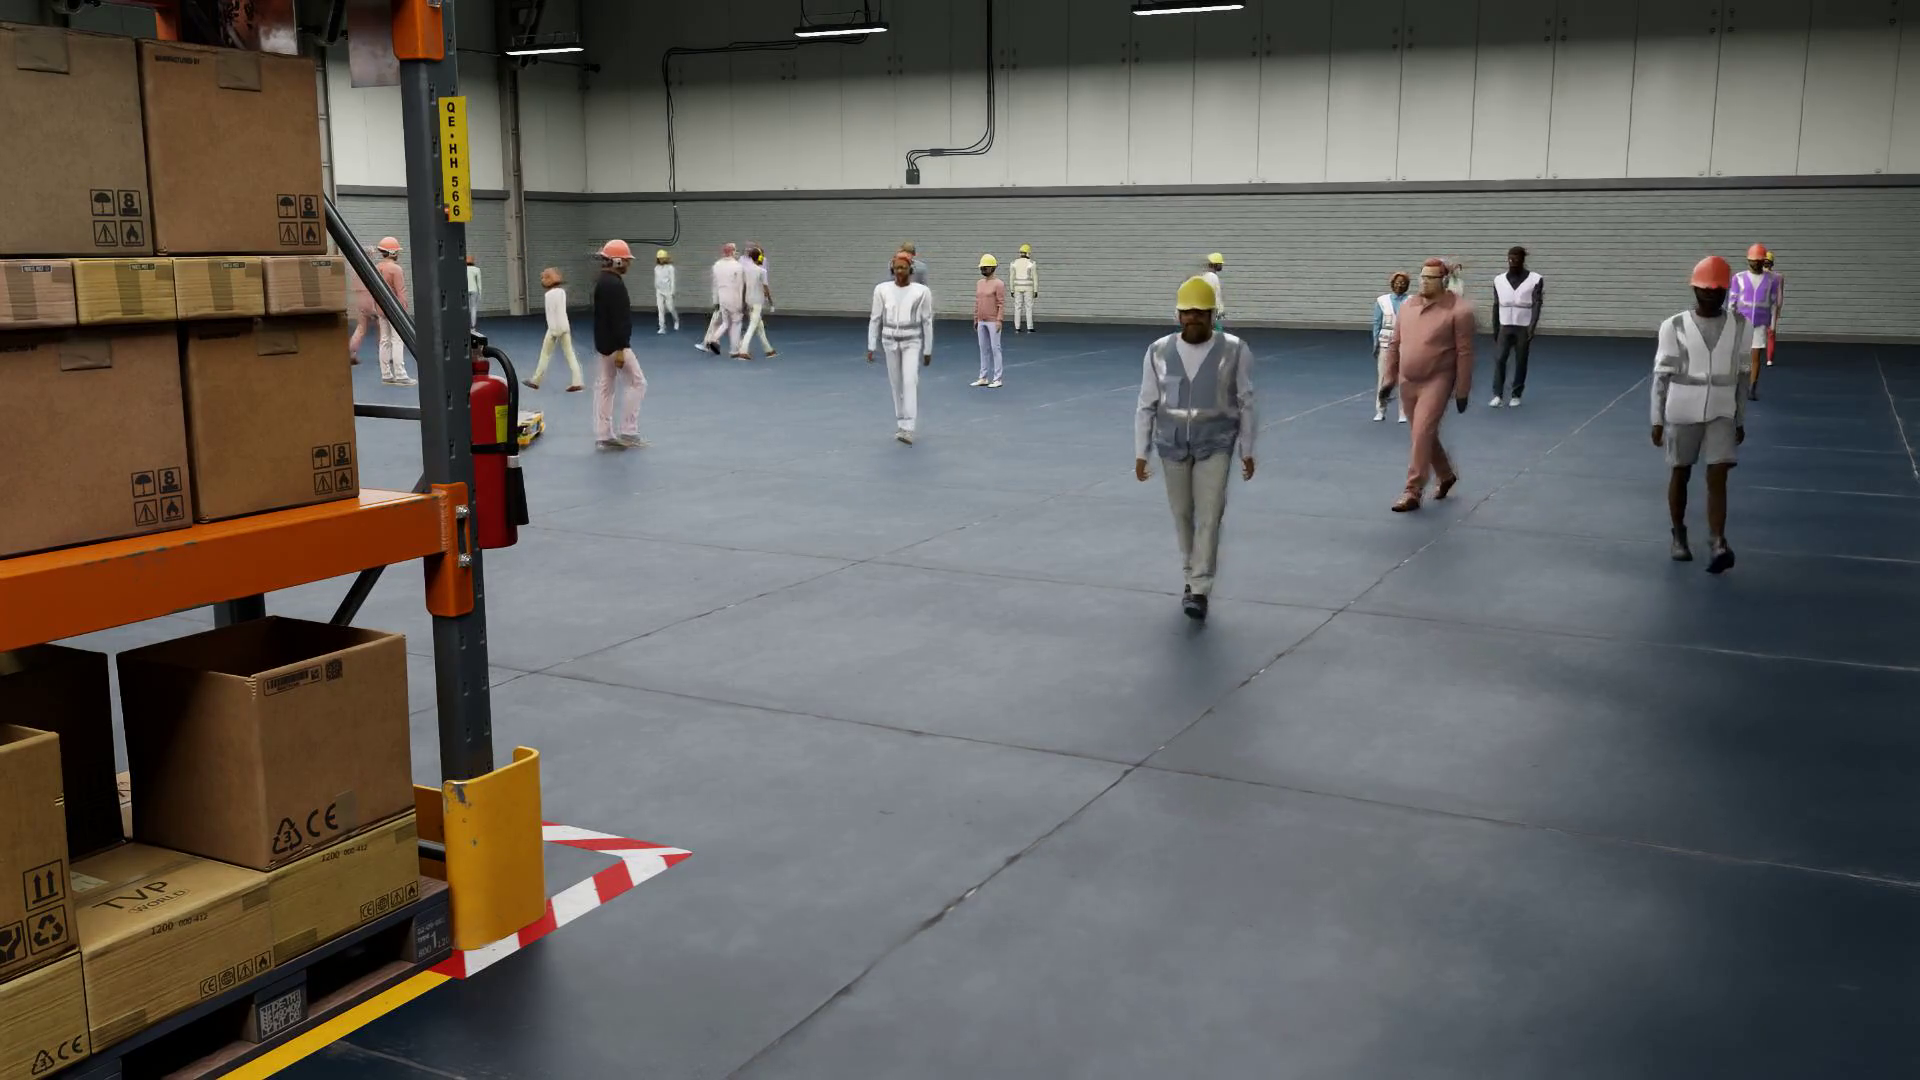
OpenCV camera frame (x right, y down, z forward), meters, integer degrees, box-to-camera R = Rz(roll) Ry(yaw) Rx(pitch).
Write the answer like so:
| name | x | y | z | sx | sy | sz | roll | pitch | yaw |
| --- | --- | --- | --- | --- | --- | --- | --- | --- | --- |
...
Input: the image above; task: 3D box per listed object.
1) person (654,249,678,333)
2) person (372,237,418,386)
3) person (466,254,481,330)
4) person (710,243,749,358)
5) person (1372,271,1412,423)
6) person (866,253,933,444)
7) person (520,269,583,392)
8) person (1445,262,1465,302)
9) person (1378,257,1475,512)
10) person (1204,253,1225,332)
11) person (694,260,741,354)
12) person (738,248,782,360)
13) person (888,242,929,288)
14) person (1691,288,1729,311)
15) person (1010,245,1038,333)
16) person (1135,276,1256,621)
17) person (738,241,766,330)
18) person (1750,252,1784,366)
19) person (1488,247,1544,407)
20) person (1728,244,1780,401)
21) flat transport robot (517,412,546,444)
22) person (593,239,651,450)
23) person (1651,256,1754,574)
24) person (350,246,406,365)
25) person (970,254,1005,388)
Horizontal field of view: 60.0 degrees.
| name | x | y | z | sx | sy | sz | roll | pitch | yaw |
| --- | --- | --- | --- | --- | --- | --- | --- | --- | --- |
| person | -6.113 | -5.166 | 34.552 | 0.499 | 1.727 | 0.574 | 4 | 11 | 20 |
| person | -7.654 | -3.075 | 22.432 | 0.608 | 1.996 | 0.379 | 7 | 13 | 34 |
| person | -10.589 | -5.347 | 35.862 | 0.514 | 1.619 | 0.546 | -4 | 11 | -23 |
| person | -3.800 | -3.940 | 27.441 | 0.661 | 1.895 | 0.504 | 8 | 13 | 36 |
| person | 4.744 | -2.091 | 18.043 | 0.530 | 1.632 | 0.314 | 5 | 12 | 26 |
| person | -0.603 | -1.855 | 16.204 | 0.599 | 1.844 | 0.926 | 3 | 11 | 14 |
| person | -5.280 | -2.698 | 21.498 | 0.864 | 1.584 | 0.497 | 3 | 11 | 18 |
| person | 7.476 | -3.443 | 25.473 | 0.523 | 1.627 | 0.550 | -6 | 12 | -29 |
| person | 3.524 | -1.179 | 12.455 | 0.952 | 1.867 | 0.640 | -8 | 13 | -36 |
| person | 3.985 | -3.581 | 25.903 | 0.702 | 1.743 | 0.546 | 0 | 10 | 0 |
| person | -4.116 | -3.977 | 28.411 | 0.862 | 1.591 | 0.542 | 4 | 11 | 18 |
| person | -3.299 | -3.854 | 27.186 | 0.553 | 1.816 | 1.000 | 10 | 14 | 43 |
| person | -0.808 | -3.852 | 26.918 | 0.663 | 1.897 | 0.939 | 2 | 11 | 10 |
| person | 11.762 | -3.548 | 26.127 | 0.520 | 1.581 | 0.831 | 4 | 11 | 21 |
| person | 1.333 | -5.186 | 34.425 | 0.600 | 1.818 | 0.403 | 4 | 11 | 19 |
| person | 1.212 | -0.478 | 8.799 | 0.624 | 1.795 | 0.883 | 4 | 11 | 20 |
| person | -4.412 | -5.382 | 35.286 | 0.660 | 1.892 | 0.617 | 4 | 11 | 23 |
| person | 12.443 | -3.568 | 25.765 | 0.524 | 1.764 | 0.329 | 3 | 11 | 18 |
| person | 6.493 | -2.480 | 19.515 | 0.591 | 1.881 | 0.863 | 6 | 12 | 31 |
| person | 9.806 | -2.698 | 20.602 | 0.552 | 1.917 | 0.751 | 4 | 11 | 23 |
| flat transport robot | -4.526 | -1.117 | 16.466 | 0.652 | 0.197 | 1.431 | -1 | 10 | -7 |
| person | -3.171 | -1.832 | 15.699 | 0.630 | 1.972 | 0.652 | -6 | 12 | -31 |
| person | 4.479 | -0.750 | 10.043 | 0.575 | 1.885 | 0.980 | 2 | 11 | 13 |
| person | -9.264 | -3.678 | 26.098 | 0.641 | 1.866 | 0.954 | 8 | 13 | 36 |
| person | 0.378 | -2.920 | 22.217 | 0.308 | 1.769 | 0.524 | -10 | 14 | -43 |
